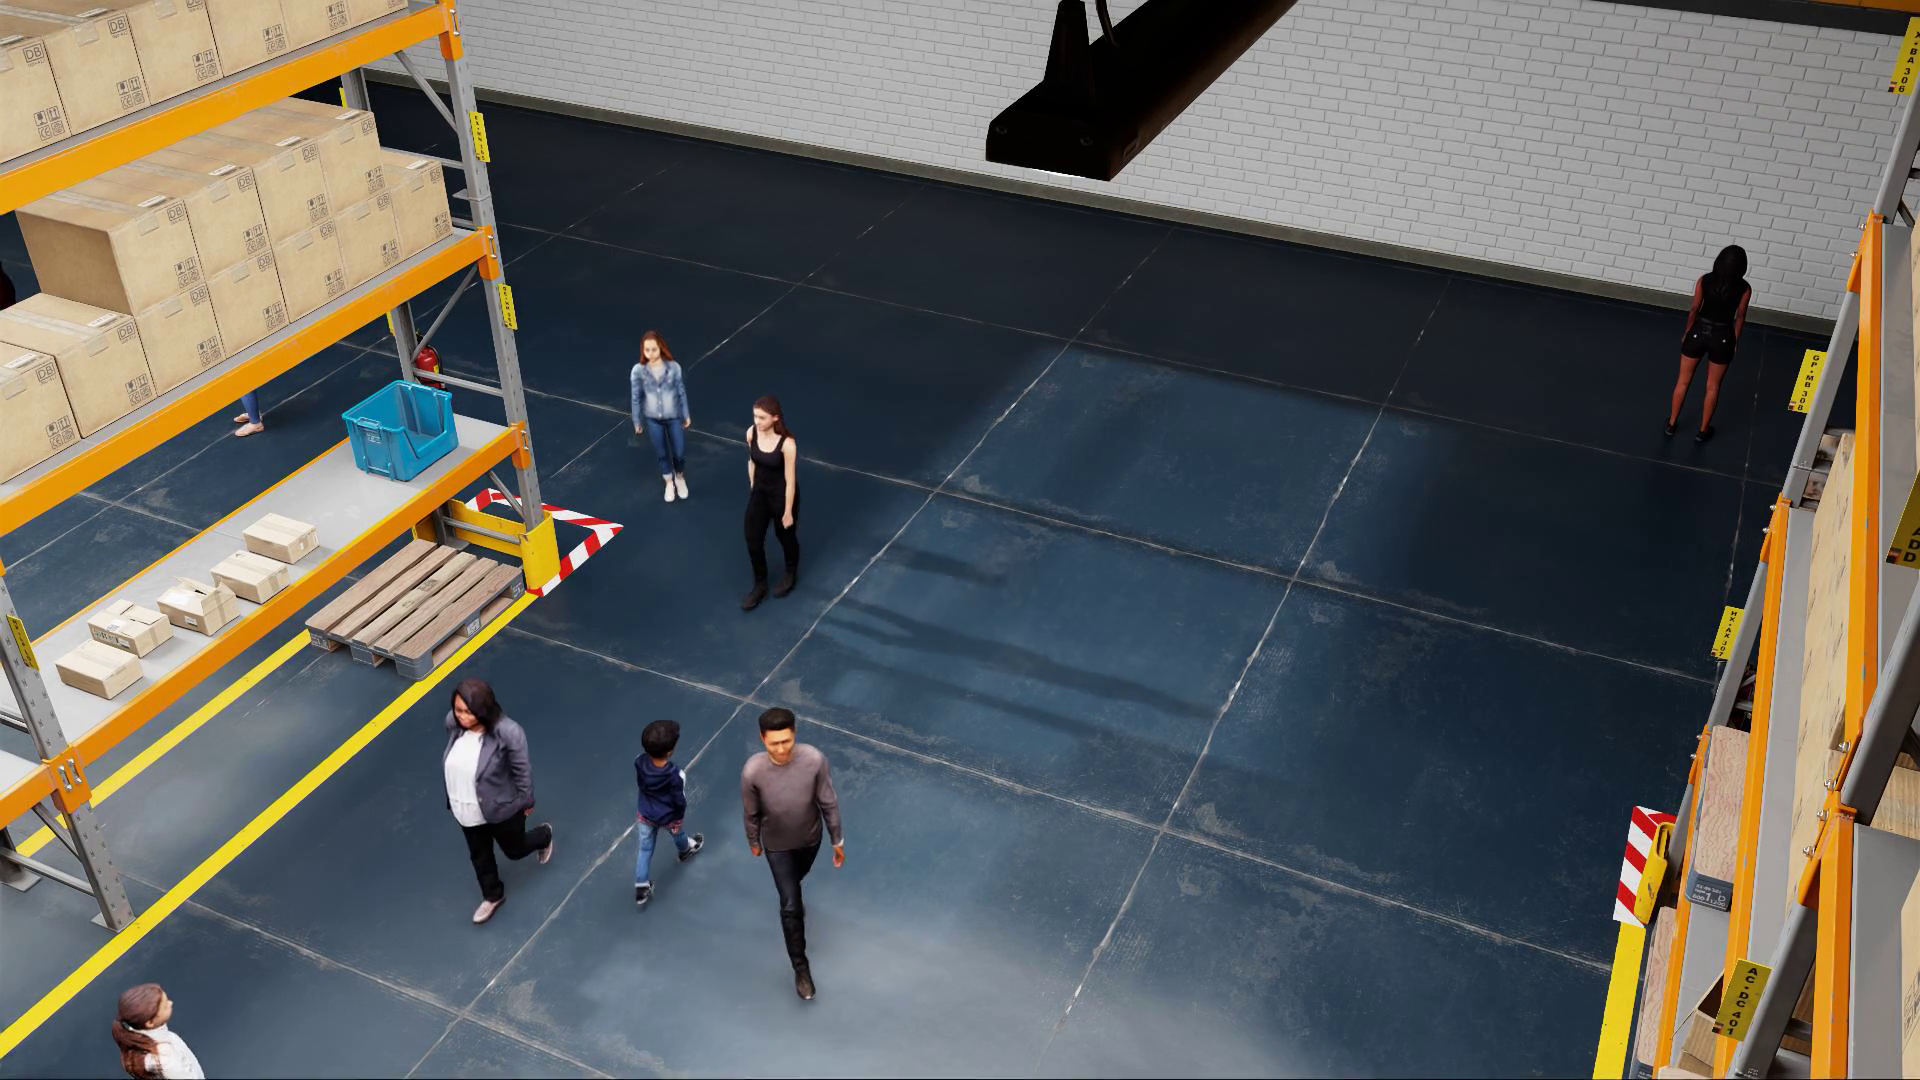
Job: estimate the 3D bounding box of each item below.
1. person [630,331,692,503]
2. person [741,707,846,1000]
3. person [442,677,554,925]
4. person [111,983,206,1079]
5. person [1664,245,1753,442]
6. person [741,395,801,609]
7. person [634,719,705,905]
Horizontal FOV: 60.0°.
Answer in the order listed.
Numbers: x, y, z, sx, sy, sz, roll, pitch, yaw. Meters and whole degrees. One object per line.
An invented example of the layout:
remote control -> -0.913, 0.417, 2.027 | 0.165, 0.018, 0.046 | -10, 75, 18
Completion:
person -> -2.359, -1.016, 13.229 | 0.684, 1.472, 0.701 | -4, 34, -6
person -> -0.926, 1.566, 9.114 | 1.109, 1.726, 1.174 | -3, 34, -4
person -> -2.634, 1.421, 9.465 | 0.726, 1.579, 0.931 | 11, 35, 16
person -> -3.661, 2.668, 7.641 | 1.146, 1.522, 0.802 | -28, 43, -35
person -> 6.288, -1.660, 13.955 | 0.607, 1.740, 0.519 | 17, 37, 24
person -> -1.290, -0.331, 12.016 | 0.644, 1.674, 0.787 | 18, 38, 25
person -> -1.769, 1.576, 9.584 | 0.549, 1.189, 0.861 | 12, 35, 17
